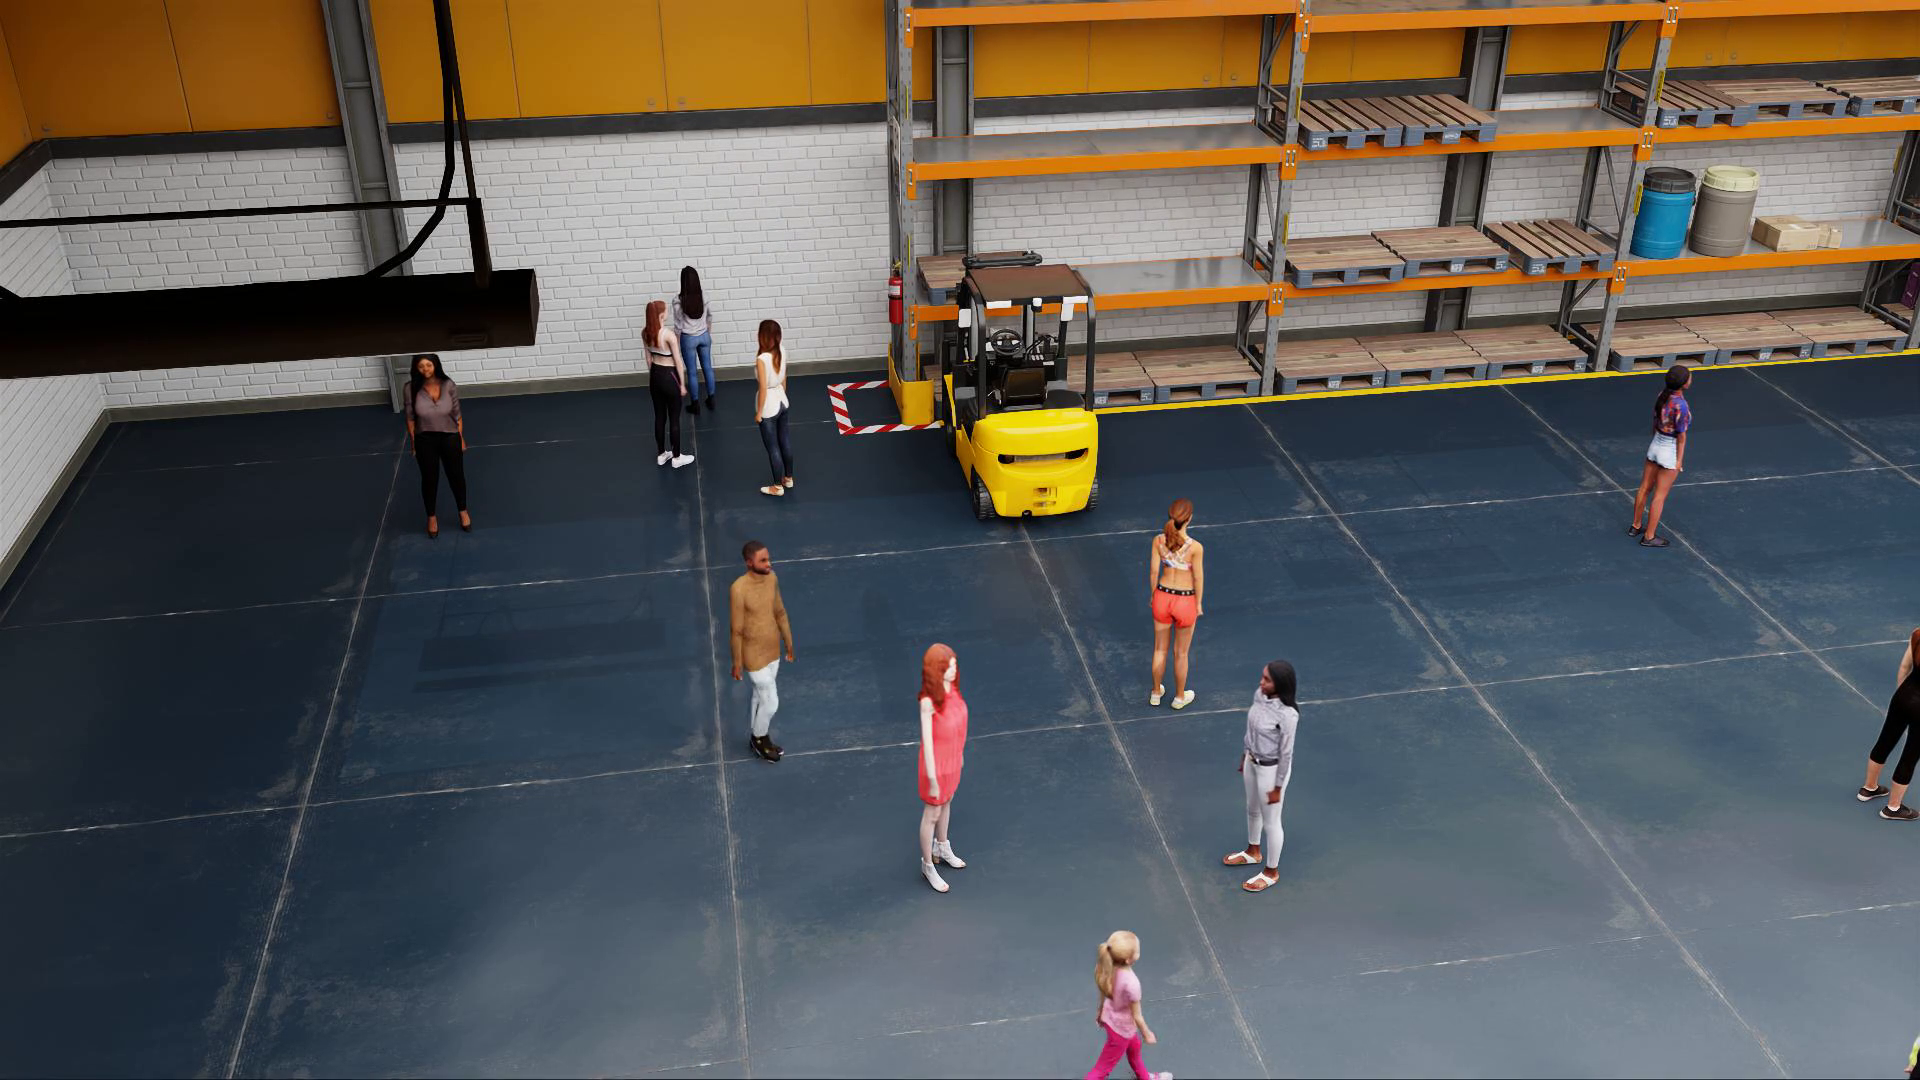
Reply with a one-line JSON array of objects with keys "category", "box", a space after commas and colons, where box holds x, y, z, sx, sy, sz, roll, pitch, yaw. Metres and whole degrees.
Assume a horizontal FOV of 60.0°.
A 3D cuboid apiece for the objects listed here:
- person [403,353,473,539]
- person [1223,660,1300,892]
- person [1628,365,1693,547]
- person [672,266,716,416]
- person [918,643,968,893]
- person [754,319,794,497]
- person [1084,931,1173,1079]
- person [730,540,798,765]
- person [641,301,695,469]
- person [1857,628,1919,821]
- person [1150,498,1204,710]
[{"category": "person", "box": [-4.797, -0.903, 15.270, 0.606, 1.841, 0.755, -11, 30, -19]}, {"category": "person", "box": [2.014, 1.522, 10.945, 0.567, 1.724, 0.635, -10, 30, -18]}, {"category": "person", "box": [6.411, -0.784, 15.154, 0.520, 1.743, 0.597, -6, 29, -12]}, {"category": "person", "box": [-2.821, -2.138, 17.753, 0.610, 1.632, 0.739, -20, 35, -32]}, {"category": "person", "box": [-0.132, 1.472, 10.930, 0.685, 1.828, 0.661, 13, 31, 22]}, {"category": "person", "box": [-1.789, -1.275, 16.011, 0.726, 1.785, 0.684, 15, 32, 26]}, {"category": "person", "box": [0.831, 2.721, 9.247, 0.939, 1.247, 0.553, -9, 30, -16]}, {"category": "person", "box": [-1.538, 0.792, 12.198, 0.826, 1.806, 0.778, 17, 33, 28]}, {"category": "person", "box": [-2.946, -1.558, 16.576, 0.652, 1.740, 0.728, 16, 32, 26]}, {"category": "person", "box": [6.671, 1.158, 11.612, 0.521, 1.726, 0.587, -7, 29, -13]}, {"category": "person", "box": [1.647, 0.494, 12.761, 0.657, 1.792, 0.735, 12, 31, 21]}]
